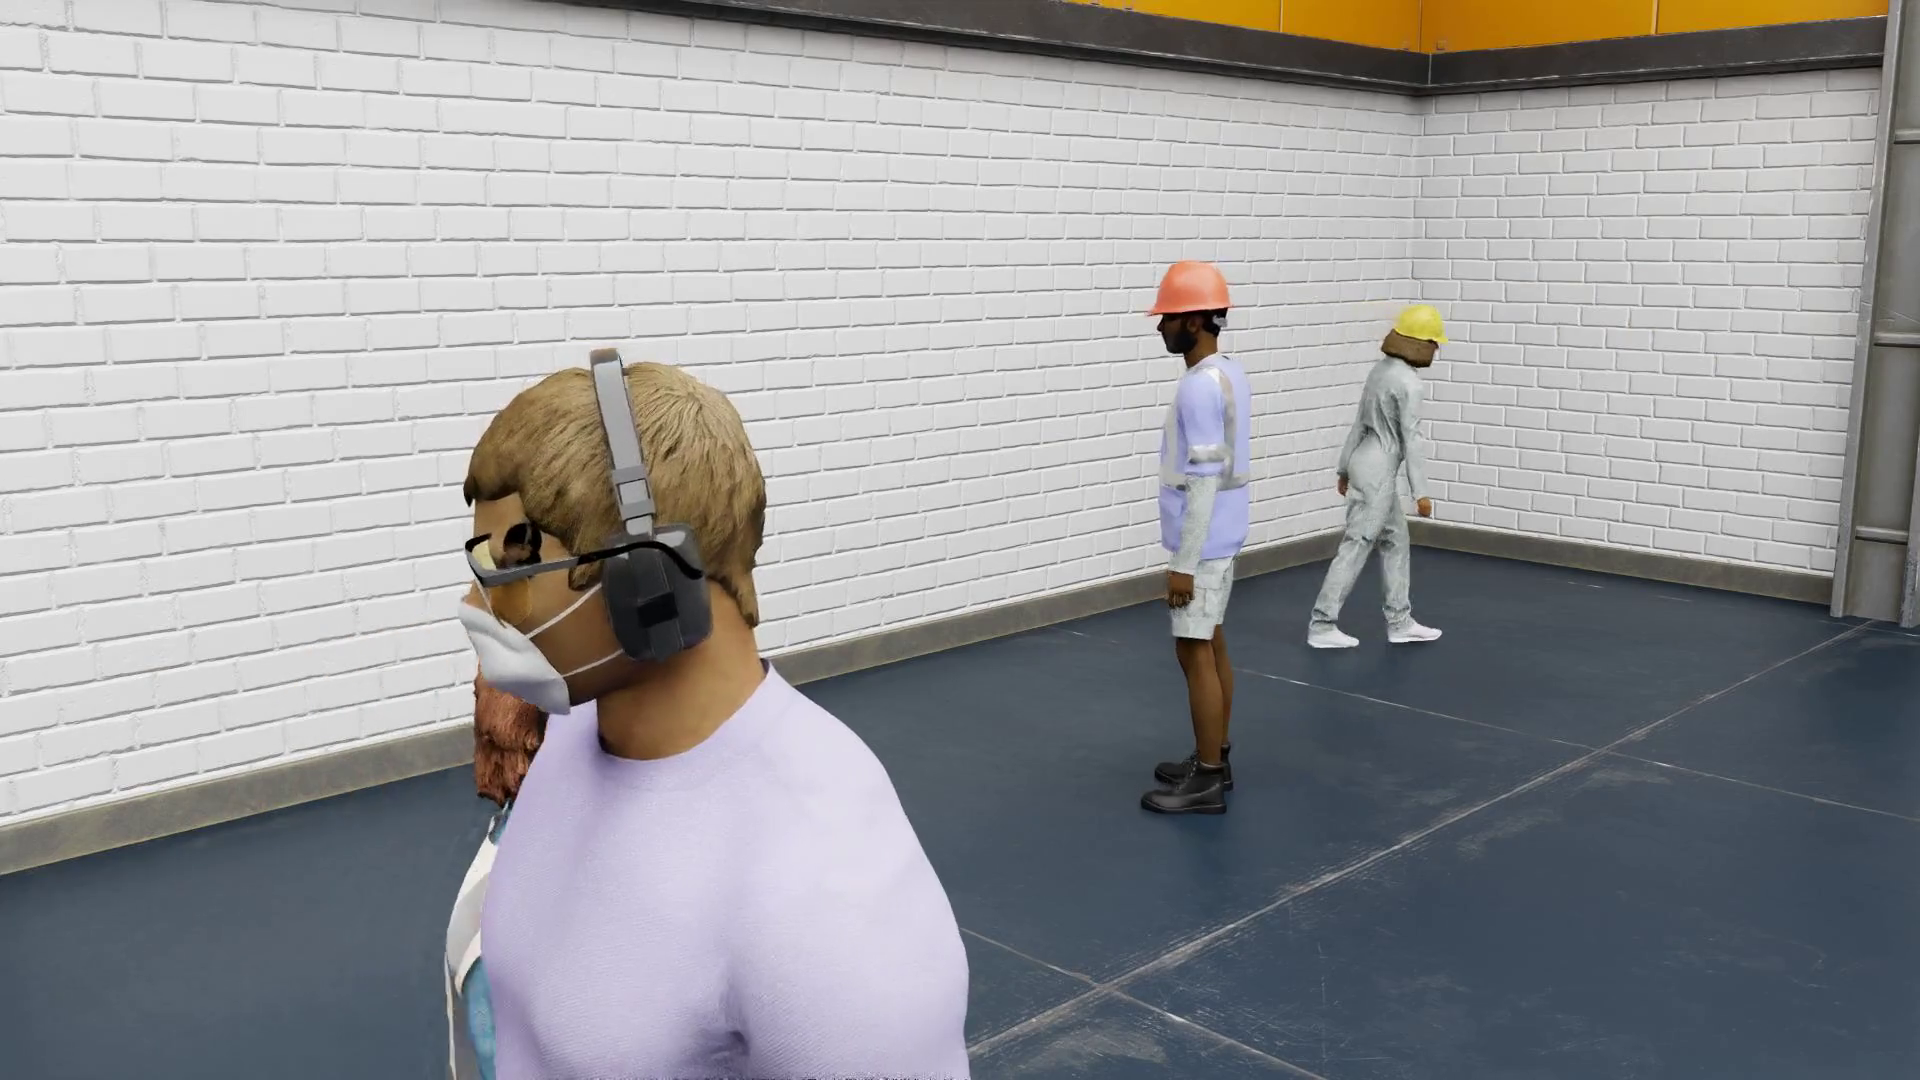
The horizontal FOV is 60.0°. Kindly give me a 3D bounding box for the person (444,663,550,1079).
[{"bbox_3d":[-0.482,0.860,1.984,0.473,1.626,0.528,0,10,-2],"label":"person"}]

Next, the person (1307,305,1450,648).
[{"bbox_3d":[2.081,-0.291,8.069,0.779,1.679,0.516,-1,10,-4],"label":"person"}]

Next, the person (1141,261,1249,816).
[{"bbox_3d":[0.814,-0.002,5.861,0.386,1.932,0.563,3,11,17],"label":"person"}]

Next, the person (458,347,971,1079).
[{"bbox_3d":[-0.232,0.799,1.479,0.372,1.935,0.627,-6,12,-31],"label":"person"}]
